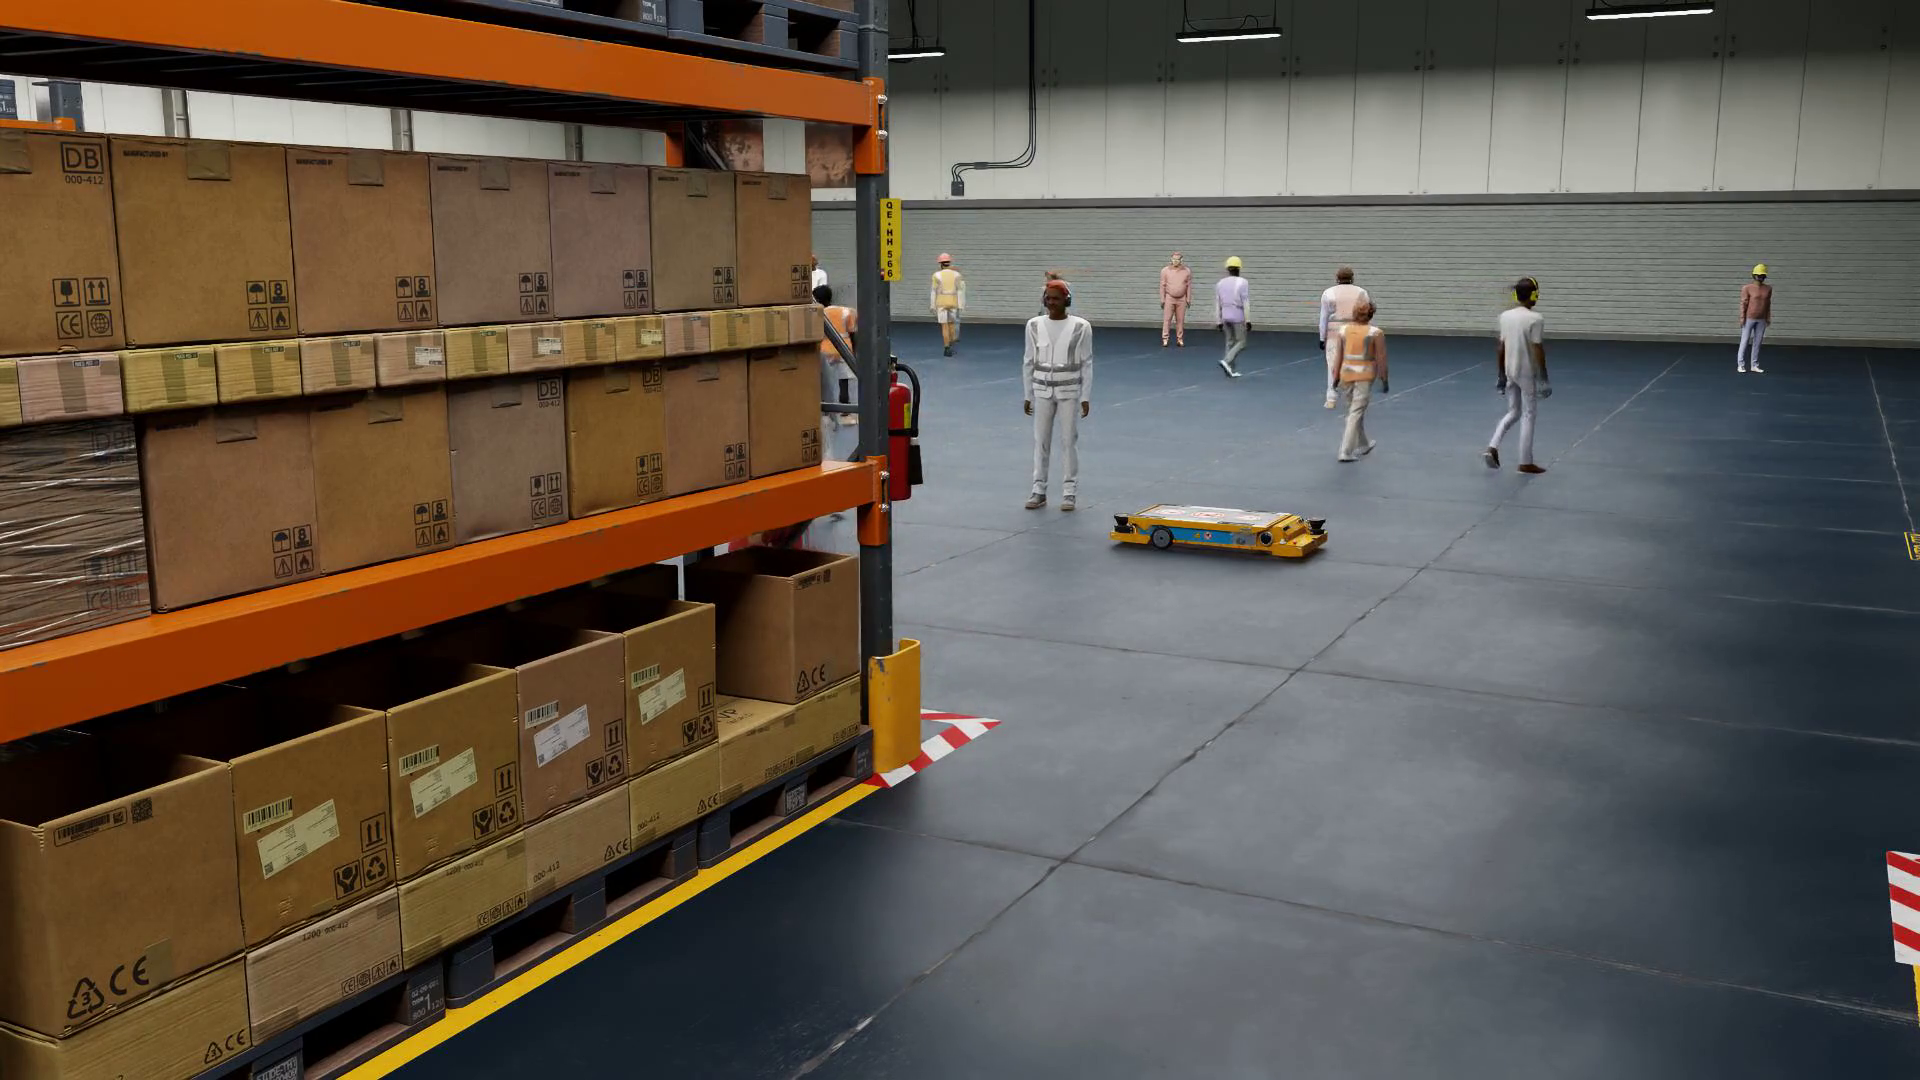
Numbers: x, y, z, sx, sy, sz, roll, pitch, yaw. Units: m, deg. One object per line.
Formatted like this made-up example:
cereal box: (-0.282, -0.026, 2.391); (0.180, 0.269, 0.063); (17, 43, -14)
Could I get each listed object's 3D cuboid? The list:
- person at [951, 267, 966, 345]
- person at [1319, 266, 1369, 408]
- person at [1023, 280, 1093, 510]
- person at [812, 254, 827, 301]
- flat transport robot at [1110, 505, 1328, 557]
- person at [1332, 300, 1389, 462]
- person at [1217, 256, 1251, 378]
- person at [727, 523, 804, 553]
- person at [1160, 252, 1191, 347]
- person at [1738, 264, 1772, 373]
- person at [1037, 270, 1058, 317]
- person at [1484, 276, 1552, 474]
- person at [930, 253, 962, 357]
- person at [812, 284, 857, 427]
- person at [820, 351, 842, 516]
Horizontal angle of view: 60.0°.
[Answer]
person: (-0.136, -4.832, 34.320); (0.500, 1.588, 0.858); (-1, 10, -5)
person: (4.973, -2.622, 21.593); (0.630, 1.840, 0.429); (1, 10, 3)
person: (0.794, -1.180, 13.614); (0.575, 1.881, 0.356); (4, 11, 19)
person: (-2.913, -4.673, 32.712); (0.602, 1.850, 0.846); (2, 11, 8)
flat transport robot: (1.871, -0.084, 12.032); (1.431, 0.197, 0.652); (5, 12, 27)
person: (4.037, -1.593, 16.645); (0.856, 1.593, 0.539); (-10, 14, -43)
person: (4.282, -3.482, 26.070); (0.614, 1.912, 0.642); (-9, 14, -40)
person: (-1.028, -0.128, 8.293); (0.918, 1.715, 0.547); (4, 11, 23)
person: (4.346, -4.834, 33.480); (0.643, 1.905, 0.399); (-1, 10, -5)
person: (13.015, -3.612, 27.194); (0.533, 1.767, 0.325); (-1, 10, -7)
person: (1.641, -4.195, 30.814); (0.849, 1.590, 0.547); (-7, 13, -34)
person: (5.288, -1.533, 15.592); (0.535, 1.859, 0.551); (-5, 12, -25)
person: (-0.292, -4.392, 31.050); (0.561, 1.901, 0.861); (-3, 11, -17)
person: (-1.481, -2.153, 19.514); (0.613, 1.671, 0.324); (-3, 11, -17)
person: (-1.254, -0.956, 13.157); (0.587, 1.594, 0.329); (-1, 10, -7)
